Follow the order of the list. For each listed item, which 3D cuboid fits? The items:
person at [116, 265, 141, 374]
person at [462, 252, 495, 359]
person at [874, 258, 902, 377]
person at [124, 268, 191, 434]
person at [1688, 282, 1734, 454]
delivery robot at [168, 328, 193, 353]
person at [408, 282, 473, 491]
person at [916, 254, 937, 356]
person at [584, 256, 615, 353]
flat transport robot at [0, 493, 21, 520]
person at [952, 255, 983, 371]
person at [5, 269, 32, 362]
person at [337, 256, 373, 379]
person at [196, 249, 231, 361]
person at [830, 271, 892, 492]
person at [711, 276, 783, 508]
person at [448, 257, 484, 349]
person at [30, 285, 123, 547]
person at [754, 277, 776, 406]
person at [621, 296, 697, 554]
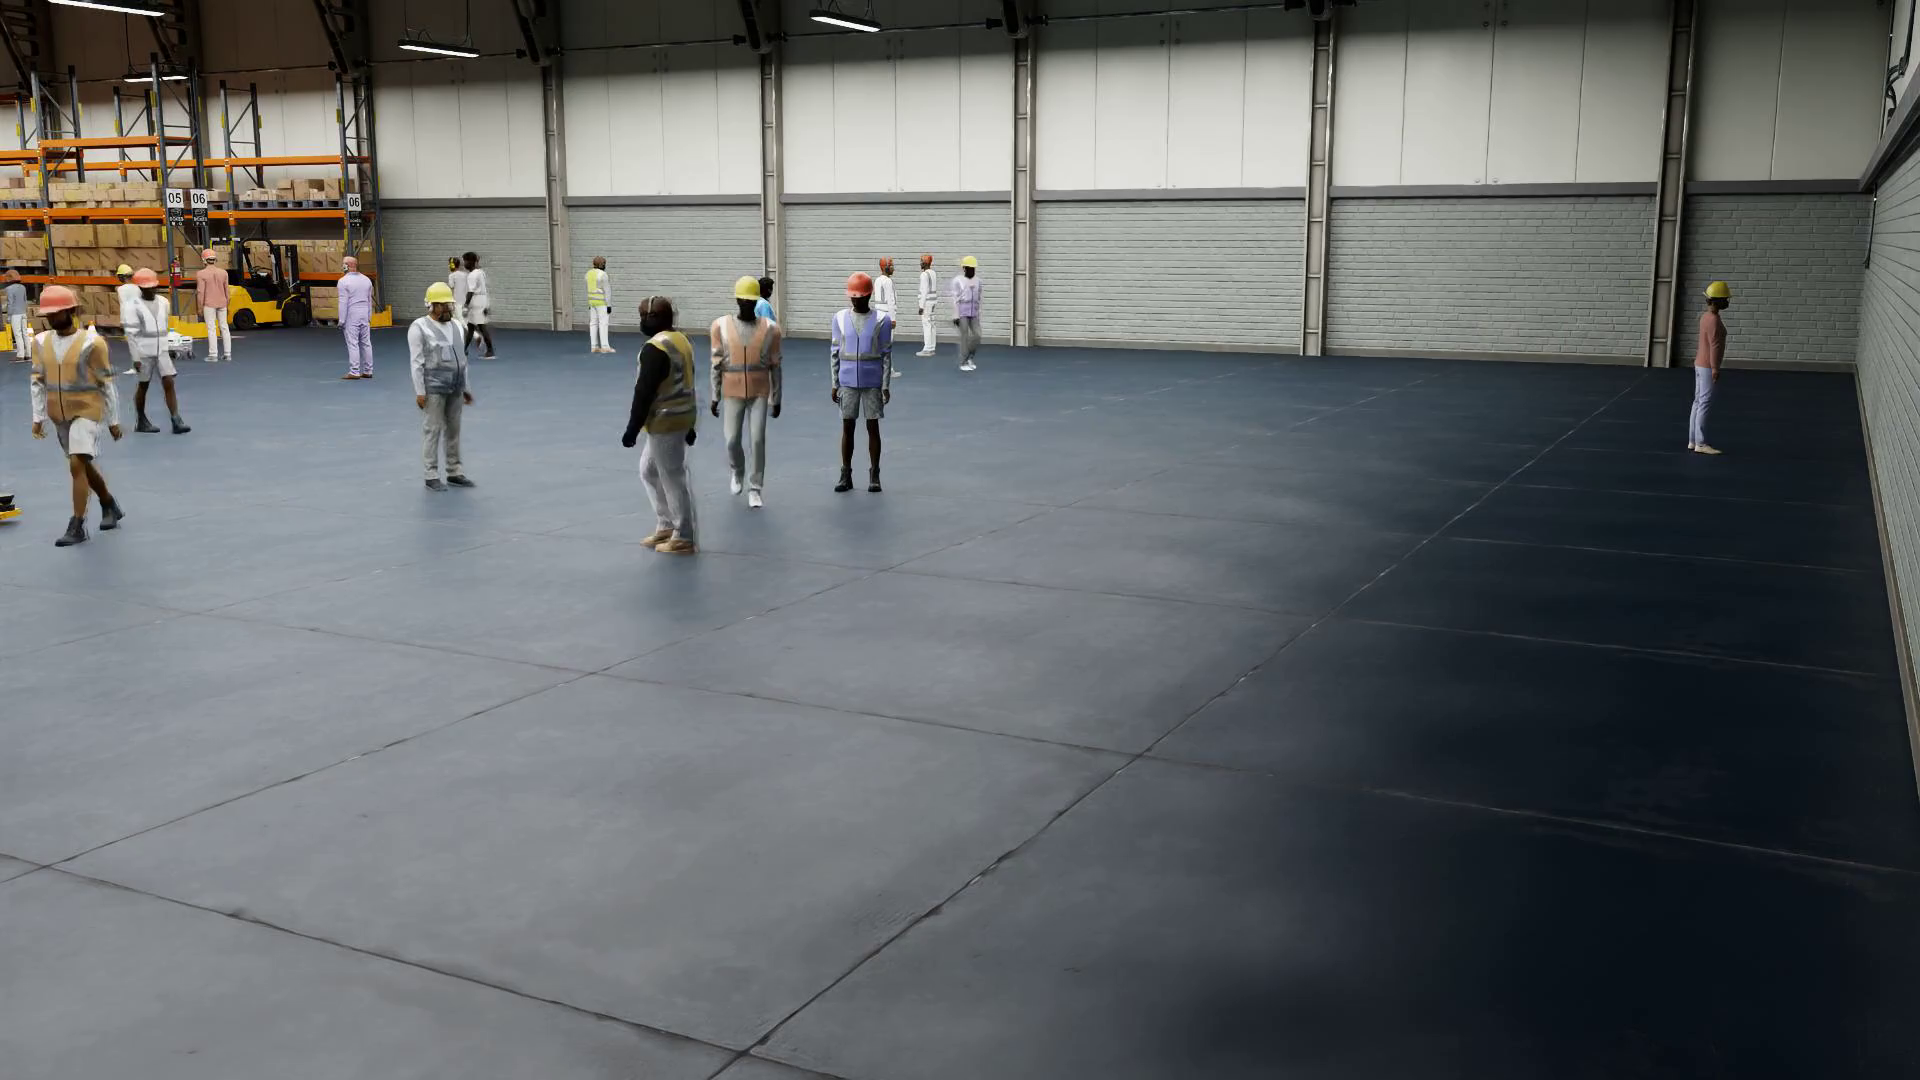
[{"bbox_3d":[-13.454,-3.569,26.954,0.331,1.768,0.526,1,10,6],"label":"person"},{"bbox_3d":[-8.908,-4.243,30.166,0.945,1.924,0.624,-1,10,-4],"label":"person"},{"bbox_3d":[-1.166,-3.525,26.397,0.355,1.883,0.575,-5,12,-25],"label":"person"},{"bbox_3d":[-9.072,-2.109,18.697,0.971,1.870,0.550,7,13,34],"label":"person"},{"bbox_3d":[7.749,-1.771,17.155,0.313,1.768,0.527,2,11,12],"label":"person"},{"bbox_3d":[-14.265,-3.589,30.114,0.707,0.478,0.477,4,11,23],"label":"delivery robot"},{"bbox_3d":[-4.572,-1.356,14.711,0.404,1.828,0.598,6,12,30],"label":"person"},{"bbox_3d":[-0.617,-4.384,31.079,0.352,1.883,0.580,4,11,19],"label":"person"},{"bbox_3d":[-6.878,-4.495,31.806,0.634,1.839,0.429,8,13,37],"label":"person"},{"bbox_3d":[-8.135,-0.228,12.815,1.431,0.197,0.652,0,10,1],"label":"flat transport robot"},{"bbox_3d":[0.139,-3.738,27.498,0.592,1.912,0.409,-7,12,-33],"label":"person"},{"bbox_3d":[-16.793,-3.990,29.614,0.284,1.633,0.500,1,10,3],"label":"person"},{"bbox_3d":[-9.472,-3.462,25.980,0.406,1.913,0.638,5,12,26],"label":"person"},{"bbox_3d":[-13.313,-4.181,29.664,0.379,1.996,0.609,7,13,35],"label":"person"},{"bbox_3d":[-0.868,-1.375,14.550,0.542,1.928,0.376,1,10,6],"label":"person"},{"bbox_3d":[-1.768,-1.234,13.825,0.602,1.910,0.520,-1,10,-6],"label":"person"},{"bbox_3d":[-9.846,-4.674,32.850,0.912,1.828,0.524,3,11,16],"label":"person"},{"bbox_3d":[-6.565,-0.948,12.385,0.545,1.889,0.969,1,10,5],"label":"person"},{"bbox_3d":[-2.591,-2.627,22.020,0.320,1.693,0.531,-4,11,-19],"label":"person"},{"bbox_3d":[-2.127,-0.794,11.698,0.575,1.820,0.621,1,10,5],"label":"person"}]
